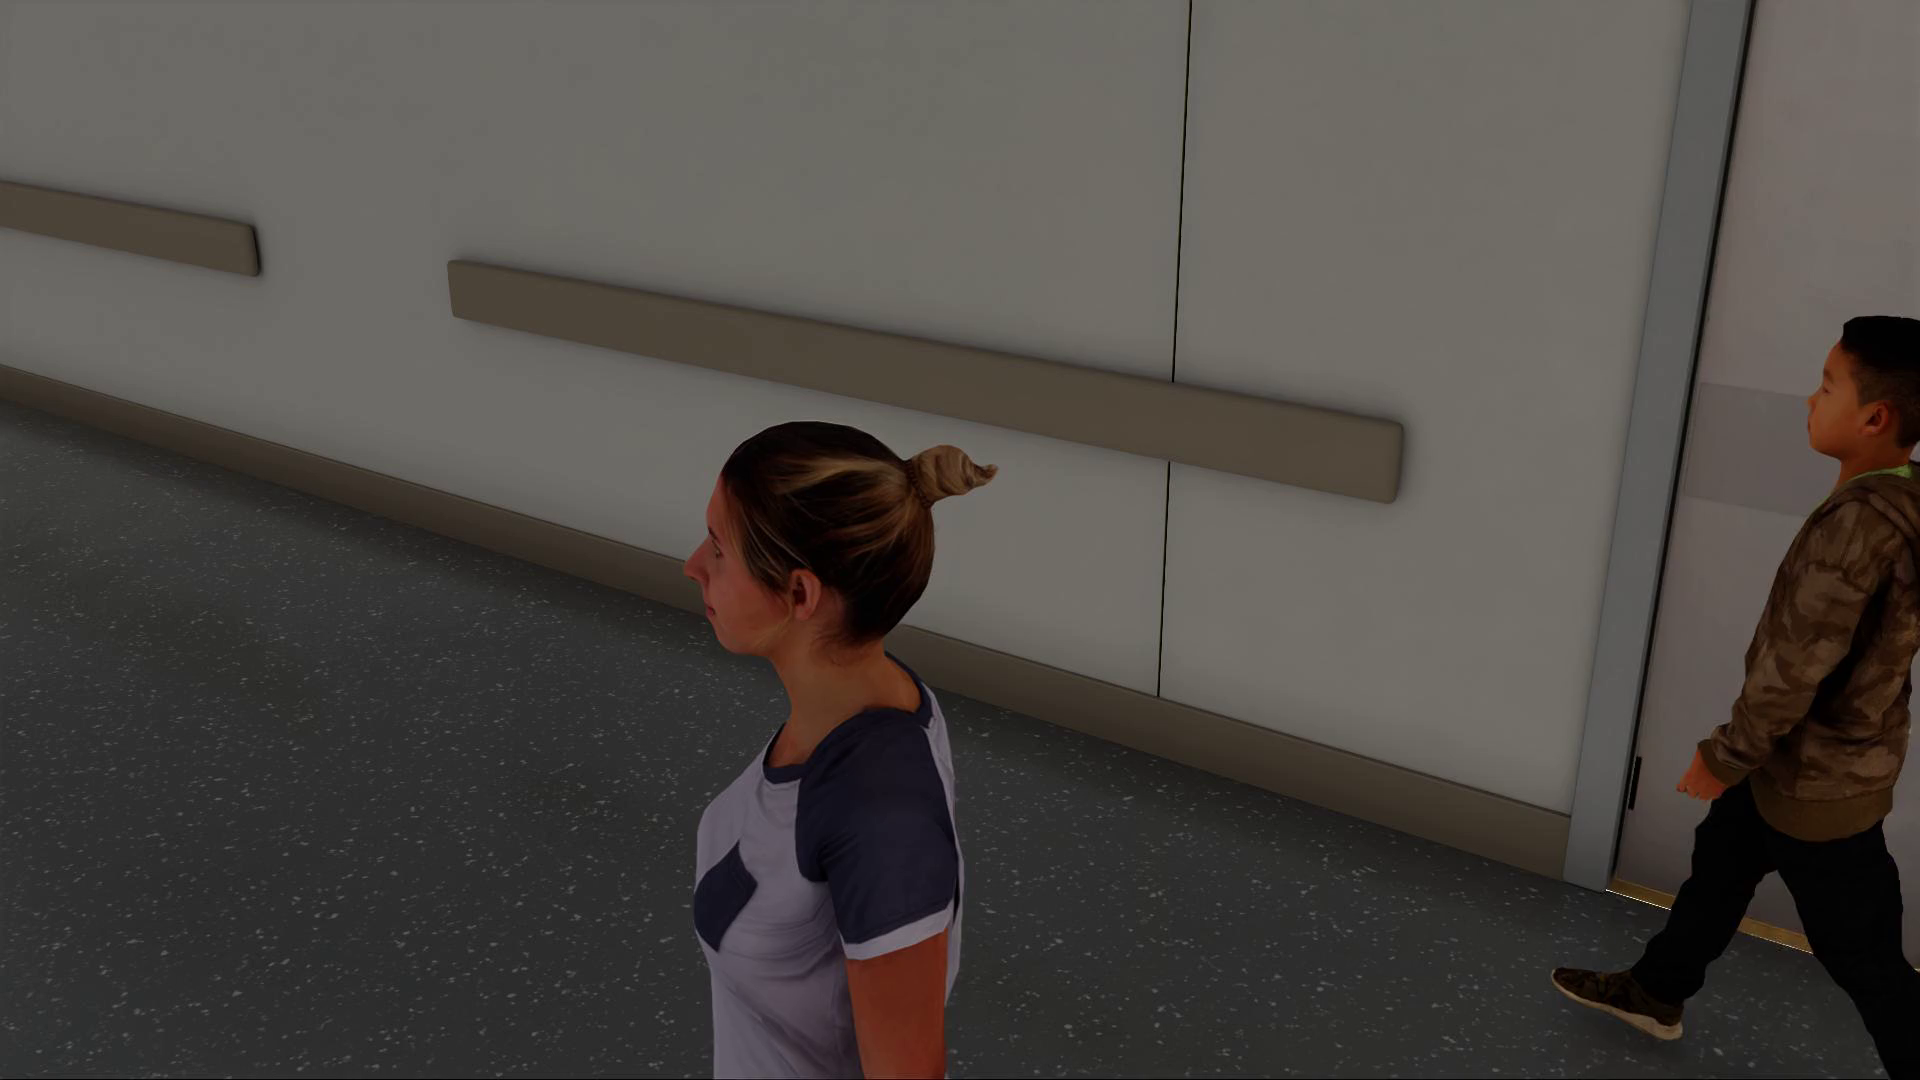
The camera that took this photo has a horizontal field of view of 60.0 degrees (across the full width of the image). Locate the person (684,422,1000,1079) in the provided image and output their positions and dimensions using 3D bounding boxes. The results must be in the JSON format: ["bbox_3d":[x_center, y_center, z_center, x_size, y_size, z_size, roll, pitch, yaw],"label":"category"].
[{"bbox_3d":[-0.118,0.657,1.750,0.716,1.624,0.643,-2,21,-6],"label":"person"}]

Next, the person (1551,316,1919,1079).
[{"bbox_3d":[1.518,0.377,2.771,0.643,1.423,0.902,14,25,32],"label":"person"}]
